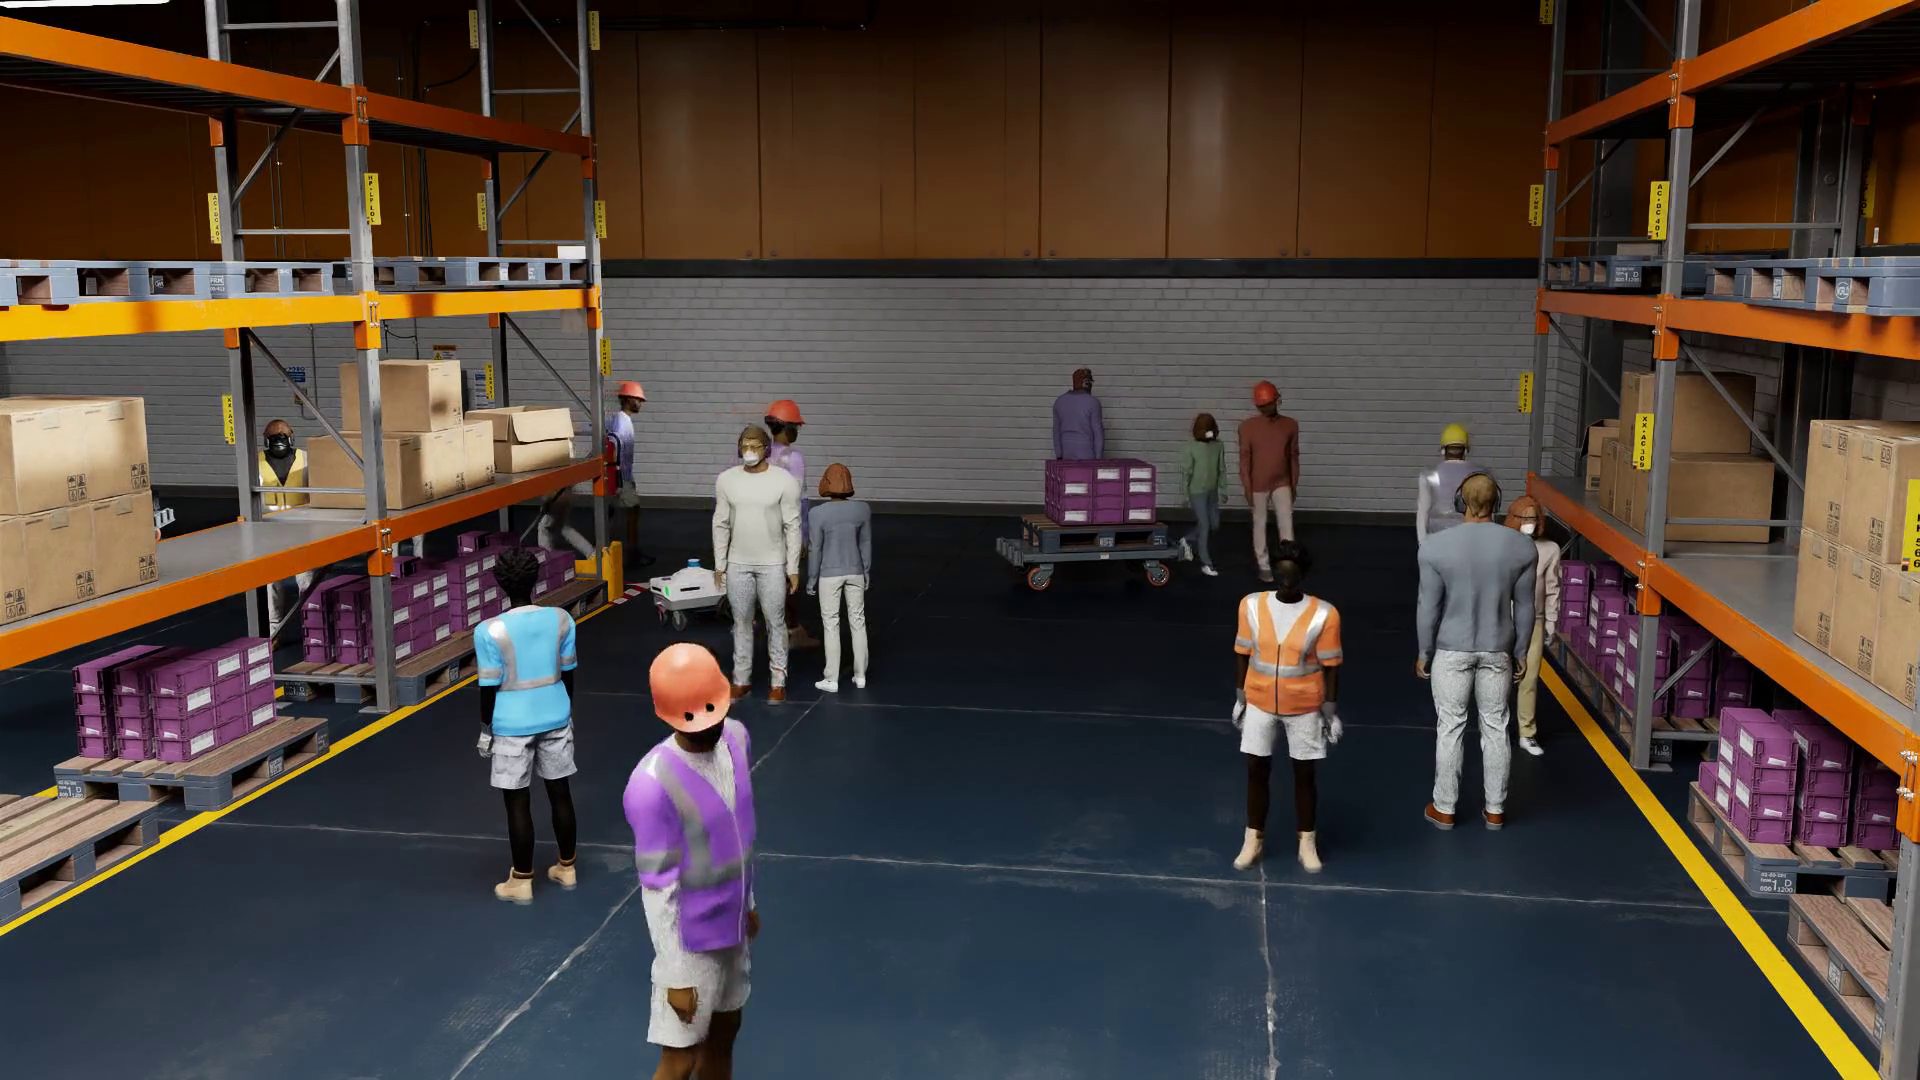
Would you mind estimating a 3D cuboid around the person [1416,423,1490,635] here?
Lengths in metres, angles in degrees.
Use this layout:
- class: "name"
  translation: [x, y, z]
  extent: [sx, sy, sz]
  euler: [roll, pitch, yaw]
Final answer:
- class: "person"
  translation: [3.935, -0.032, 13.265]
  extent: [0.599, 1.793, 0.948]
  euler: [1, 9, 9]

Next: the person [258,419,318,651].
- class: "person"
  translation: [-5.316, -0.033, 13.114]
  extent: [0.621, 1.830, 0.429]
  euler: [-4, 10, -22]

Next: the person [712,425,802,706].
- class: "person"
  translation: [-1.405, 0.177, 11.478]
  extent: [0.643, 1.937, 0.381]
  euler: [2, 9, 12]

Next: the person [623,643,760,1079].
- class: "person"
  translation: [-0.776, 1.219, 5.214]
  extent: [0.380, 1.893, 0.669]
  euler: [4, 10, 24]

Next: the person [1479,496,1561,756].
- class: "person"
  translation: [3.430, 0.532, 10.249]
  extent: [0.493, 1.626, 0.285]
  euler: [0, 9, -1]

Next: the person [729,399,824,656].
- class: "person"
  translation: [-1.427, -0.074, 12.848]
  extent: [0.839, 2.018, 0.614]
  euler: [-7, 11, -35]

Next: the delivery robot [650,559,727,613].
- class: "delivery robot"
  translation: [-2.244, 0.404, 14.040]
  extent: [0.707, 0.478, 0.477]
  euler: [-6, 11, -35]

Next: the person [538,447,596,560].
- class: "person"
  translation: [-3.883, -0.412, 16.116]
  extent: [0.671, 1.606, 0.542]
  euler: [2, 9, 11]

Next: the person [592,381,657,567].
- class: "person"
  translation: [-3.409, -0.644, 16.720]
  extent: [0.814, 1.872, 0.560]
  euler: [-3, 10, -19]

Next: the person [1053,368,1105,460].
- class: "person"
  translation: [1.357, -0.969, 18.648]
  extent: [0.651, 1.904, 0.402]
  euler: [7, 12, 39]

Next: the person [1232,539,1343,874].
- class: "person"
  translation: [1.627, 0.820, 8.271]
  extent: [0.565, 1.691, 0.338]
  euler: [4, 10, 23]

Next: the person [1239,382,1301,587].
- class: "person"
  translation: [2.934, -0.504, 15.660]
  extent: [0.615, 1.936, 0.980]
  euler: [0, 9, -2]

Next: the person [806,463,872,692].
- class: "person"
  translation: [-0.860, 0.267, 11.852]
  extent: [0.498, 1.634, 0.279]
  euler: [-5, 10, -28]

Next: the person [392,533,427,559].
- class: "person"
  translation: [-5.033, -0.383, 15.132]
  extent: [0.568, 1.878, 0.352]
  euler: [-7, 12, -37]

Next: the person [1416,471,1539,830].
- class: "person"
  translation: [2.737, 0.596, 8.886]
  extent: [0.629, 1.940, 0.373]
  euler: [1, 9, 4]

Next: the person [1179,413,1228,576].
- class: "person"
  translation: [2.372, -0.468, 16.451]
  extent: [0.521, 1.607, 0.574]
  euler: [-6, 11, -33]

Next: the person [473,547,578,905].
- class: "person"
  translation: [-2.052, 0.880, 7.895]
  extent: [0.318, 1.690, 0.536]
  euler: [9, 13, 44]
